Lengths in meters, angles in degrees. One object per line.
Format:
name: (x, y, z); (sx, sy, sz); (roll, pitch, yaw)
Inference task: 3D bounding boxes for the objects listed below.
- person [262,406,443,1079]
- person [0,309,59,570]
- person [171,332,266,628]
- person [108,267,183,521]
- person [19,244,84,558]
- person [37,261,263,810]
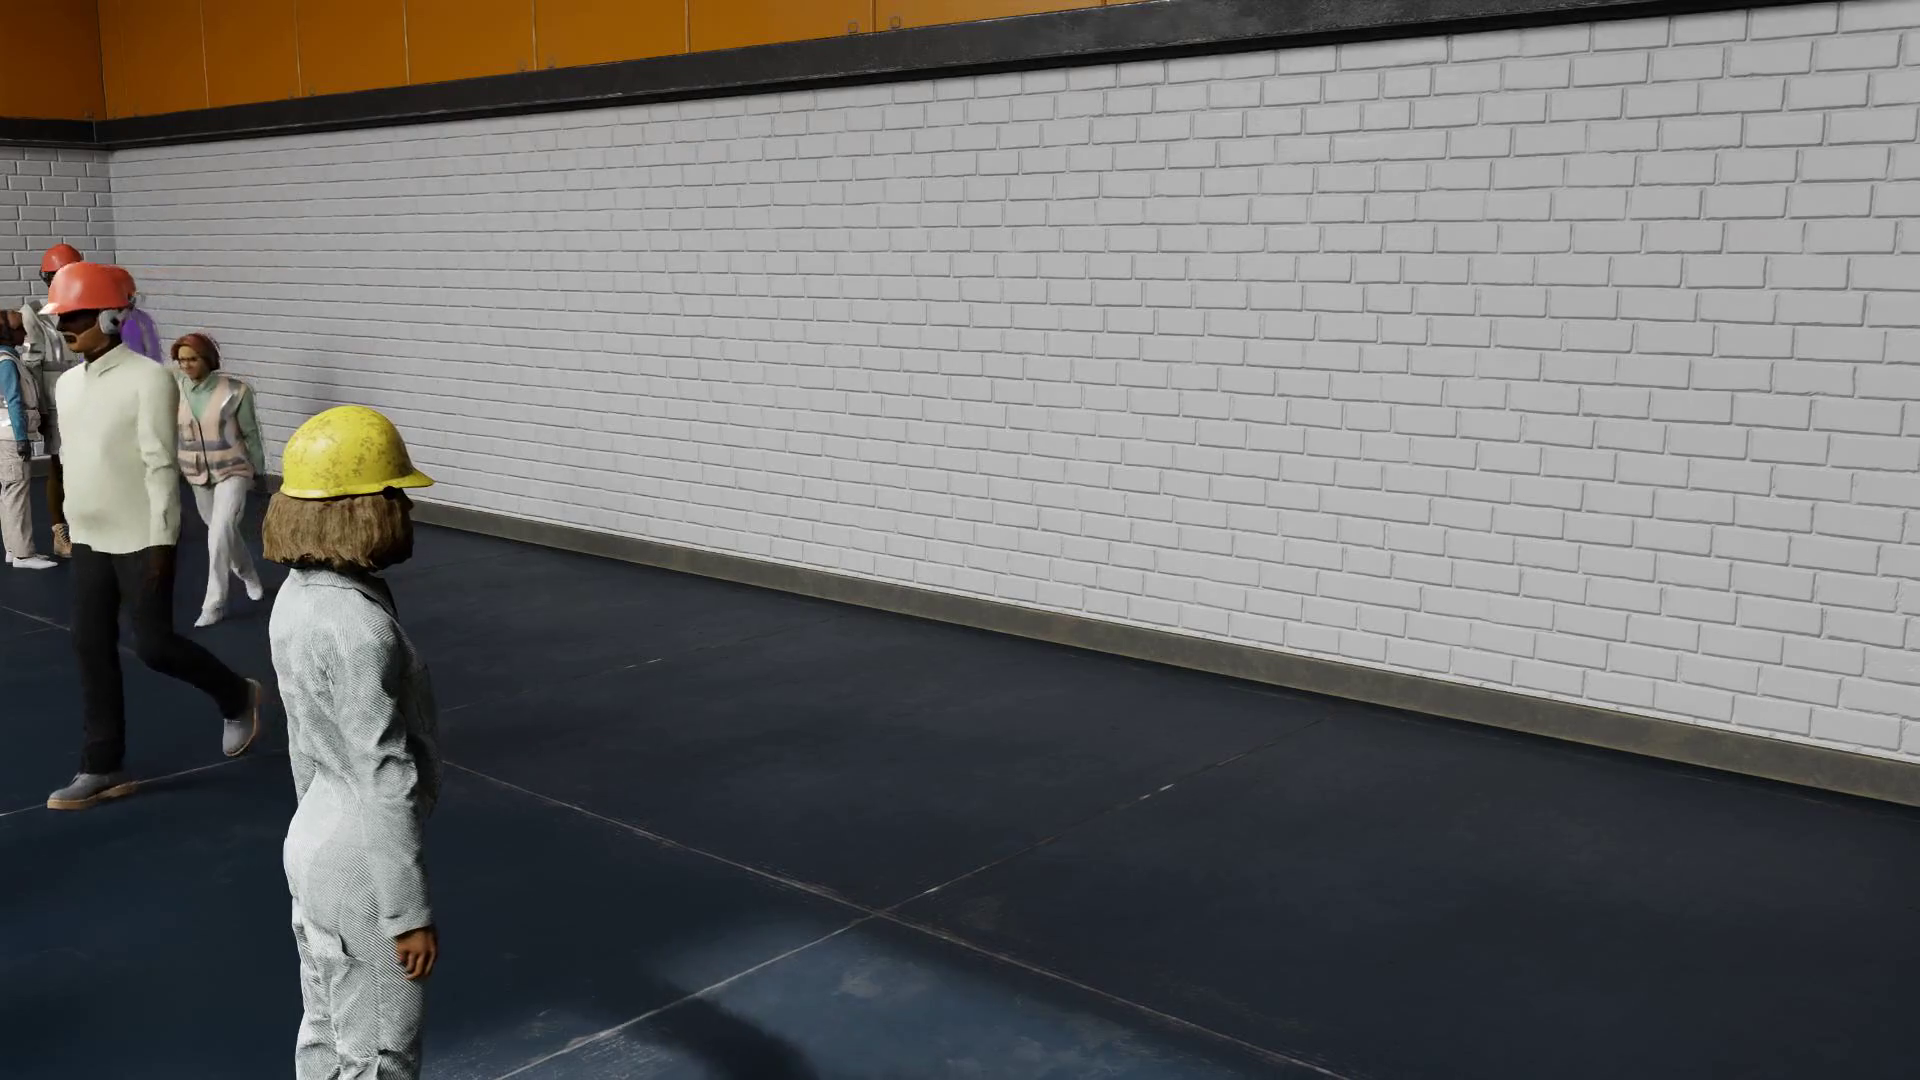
person: (-1.087, 0.623, 3.081); (0.294, 1.744, 0.486); (-8, 12, -37)
person: (-5.973, -0.632, 10.517); (0.308, 1.642, 0.510); (-7, 12, -35)
person: (-4.102, -0.368, 9.206); (0.519, 1.580, 0.887); (0, 10, 0)
person: (-5.895, -0.998, 11.920); (0.435, 1.890, 0.635); (-3, 10, -14)
person: (-5.841, -0.916, 10.978); (0.365, 2.048, 0.608); (5, 11, 25)
person: (-3.046, -0.033, 6.143); (0.623, 1.976, 0.760); (4, 11, 24)
